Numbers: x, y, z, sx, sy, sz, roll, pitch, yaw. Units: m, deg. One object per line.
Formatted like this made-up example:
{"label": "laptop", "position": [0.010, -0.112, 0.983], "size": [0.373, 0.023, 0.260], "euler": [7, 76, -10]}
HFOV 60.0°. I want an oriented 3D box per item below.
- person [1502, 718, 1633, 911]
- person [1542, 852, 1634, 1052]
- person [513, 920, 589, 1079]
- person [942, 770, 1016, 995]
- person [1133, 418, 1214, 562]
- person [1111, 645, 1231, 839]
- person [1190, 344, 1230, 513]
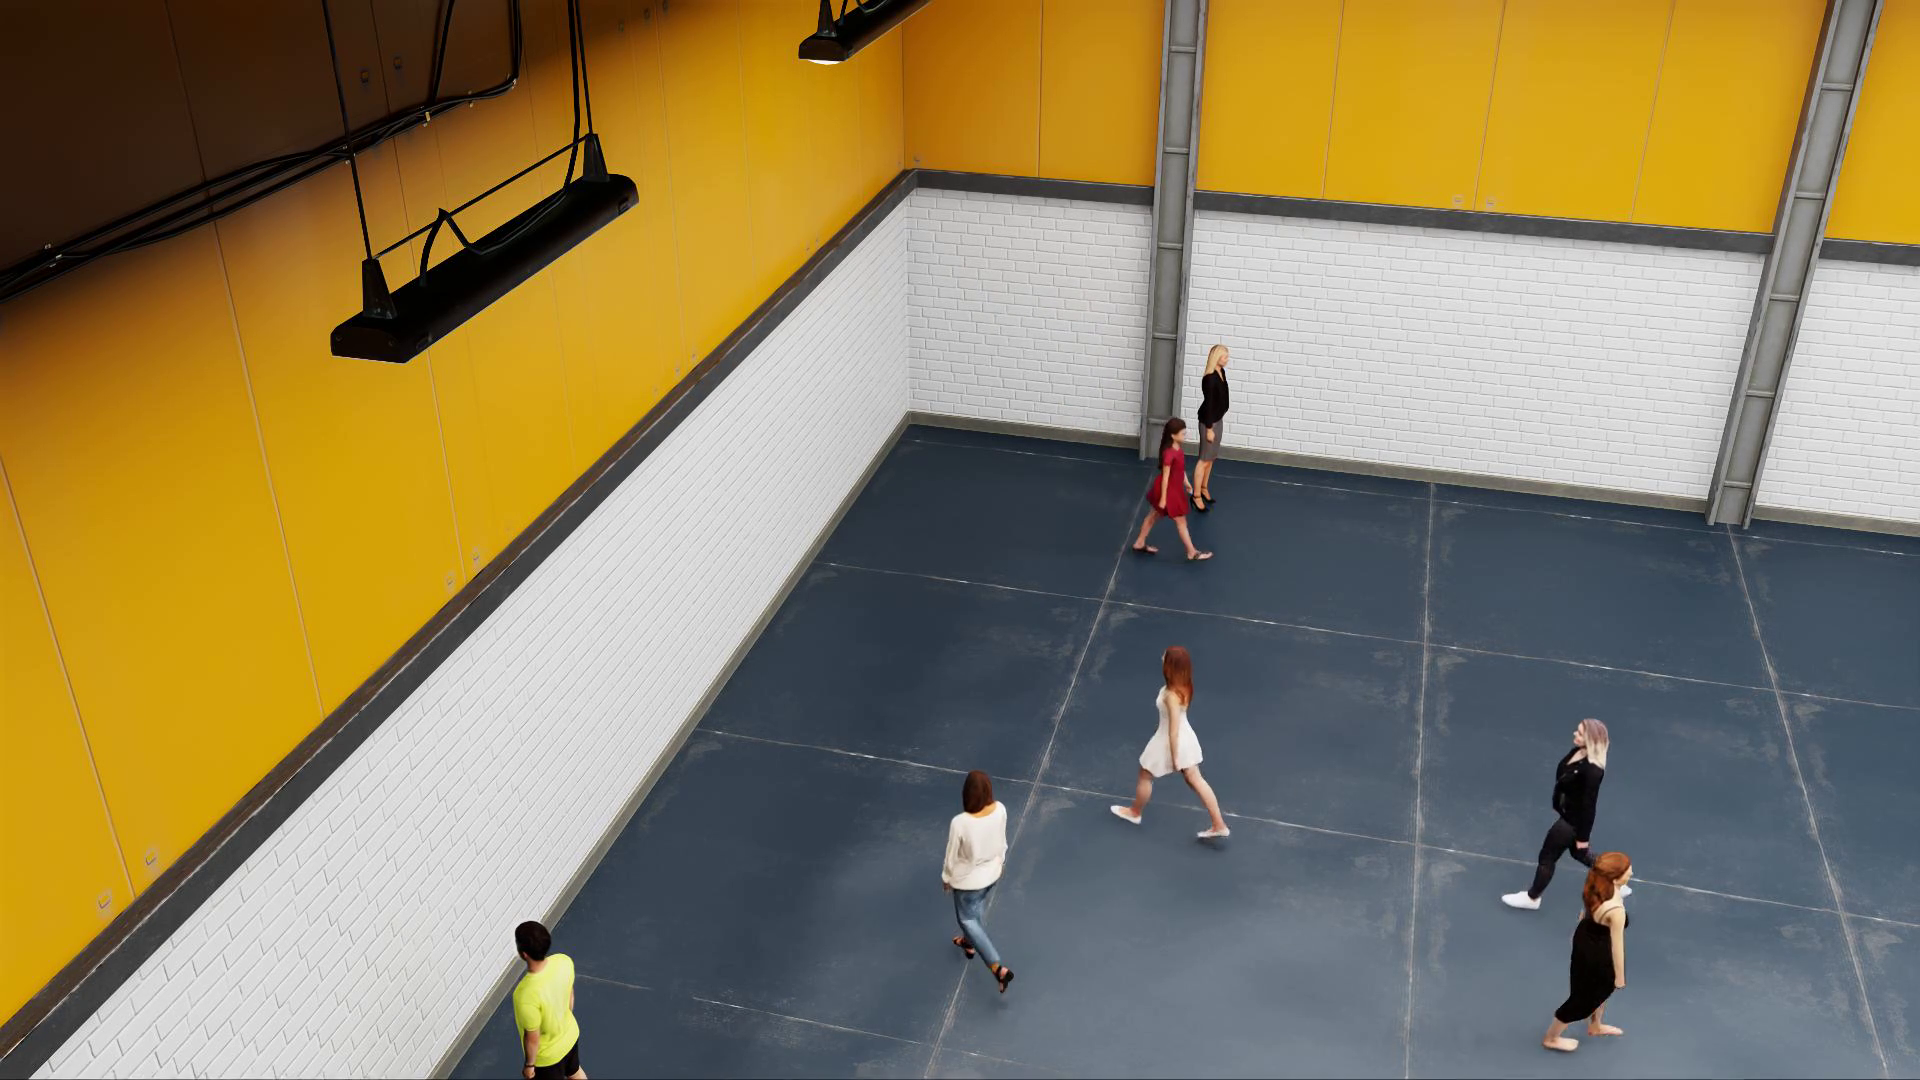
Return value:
{"label": "person", "position": [4.421, 1.977, 11.704], "size": [1.114, 1.662, 0.674], "euler": [5, 29, 9]}
{"label": "person", "position": [3.938, 2.629, 10.567], "size": [0.838, 1.607, 0.701], "euler": [1, 29, 2]}
{"label": "person", "position": [-2.422, 2.949, 9.874], "size": [0.565, 1.708, 0.642], "euler": [11, 31, 19]}
{"label": "person", "position": [0.151, 2.294, 11.127], "size": [0.988, 1.659, 1.075], "euler": [-18, 33, -29]}
{"label": "person", "position": [1.985, -0.495, 16.395], "size": [1.017, 1.510, 0.549], "euler": [7, 29, 13]}
{"label": "person", "position": [1.698, 1.554, 12.472], "size": [1.226, 1.669, 0.764], "euler": [15, 32, 25]}
{"label": "person", "position": [2.595, -1.170, 17.289], "size": [0.585, 1.839, 0.632], "euler": [12, 31, 20]}
